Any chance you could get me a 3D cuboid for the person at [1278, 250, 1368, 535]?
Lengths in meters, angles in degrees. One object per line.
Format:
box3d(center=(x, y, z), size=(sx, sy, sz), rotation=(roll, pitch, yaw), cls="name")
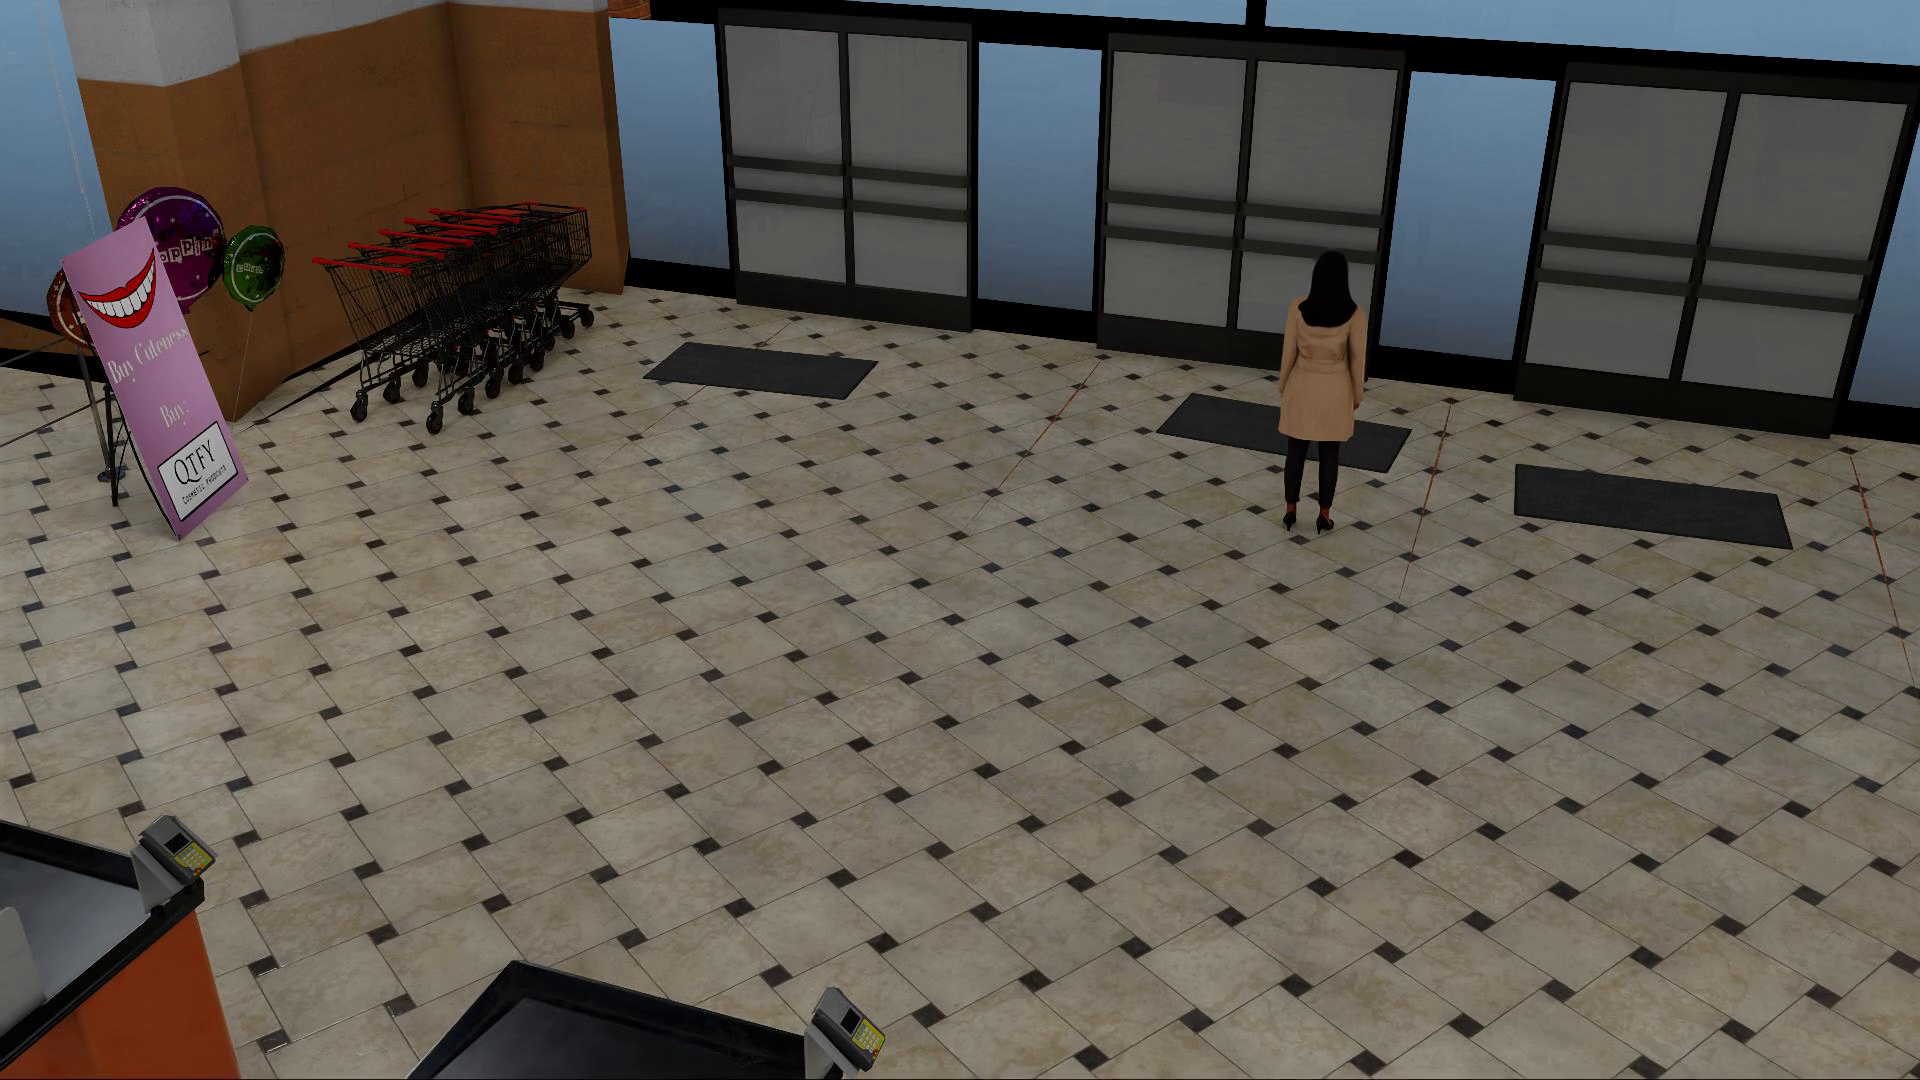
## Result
box3d(center=(2.028, -0.822, 9.398), size=(0.628, 1.681, 0.503), rotation=(9, 28, 17), cls="person")
